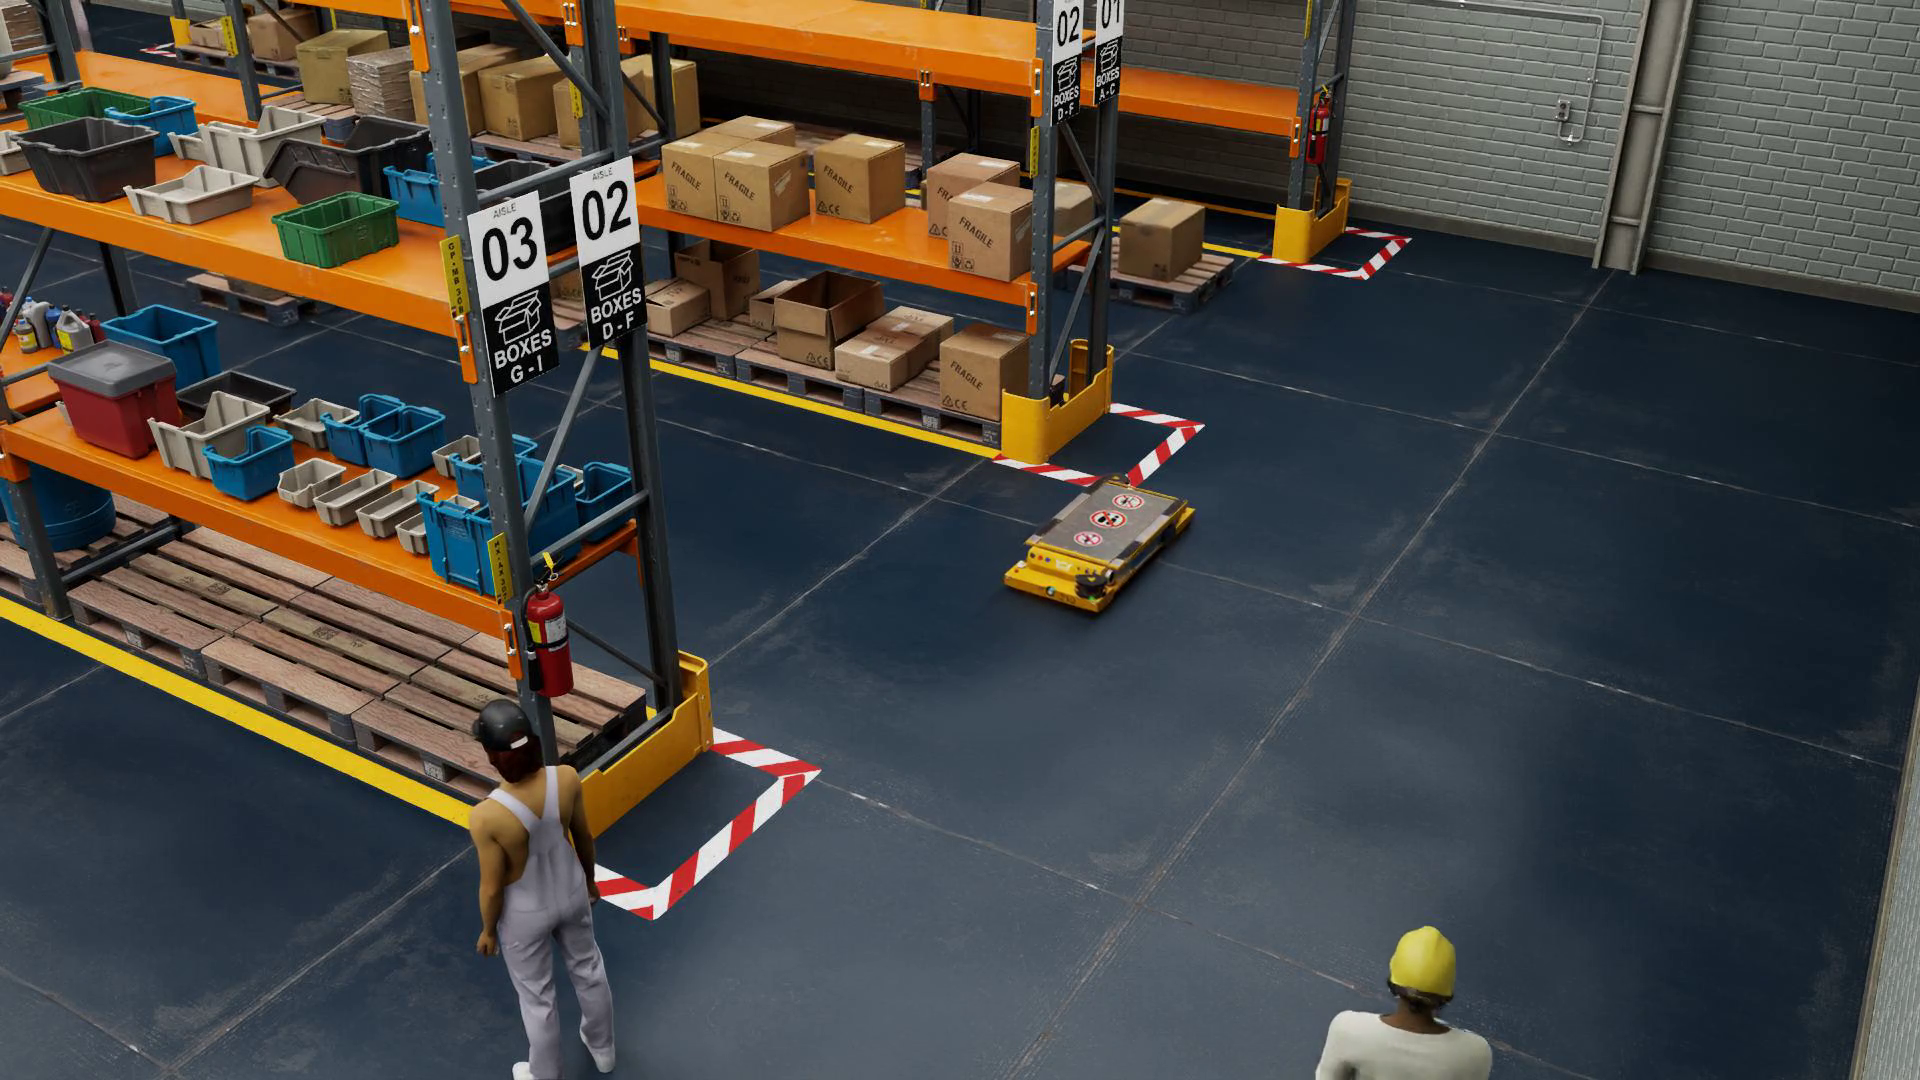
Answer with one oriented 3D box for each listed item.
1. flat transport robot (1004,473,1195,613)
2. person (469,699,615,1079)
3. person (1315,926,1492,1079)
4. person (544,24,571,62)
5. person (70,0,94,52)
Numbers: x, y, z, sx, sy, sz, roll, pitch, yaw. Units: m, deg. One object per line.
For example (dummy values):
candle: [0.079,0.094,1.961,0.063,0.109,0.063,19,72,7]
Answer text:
flat transport robot: [0.917,-0.005,10.642,0.659,0.231,1.431,16,33,27]
person: [-1.659,1.400,6.489,0.519,1.860,0.388,-24,37,-37]
person: [1.424,2.014,5.520,0.530,1.726,0.879,6,30,11]
person: [-4.046,-4.482,17.214,0.533,1.694,0.320,11,31,19]
person: [-11.530,-6.926,21.475,0.643,1.810,0.742,-21,35,-32]
